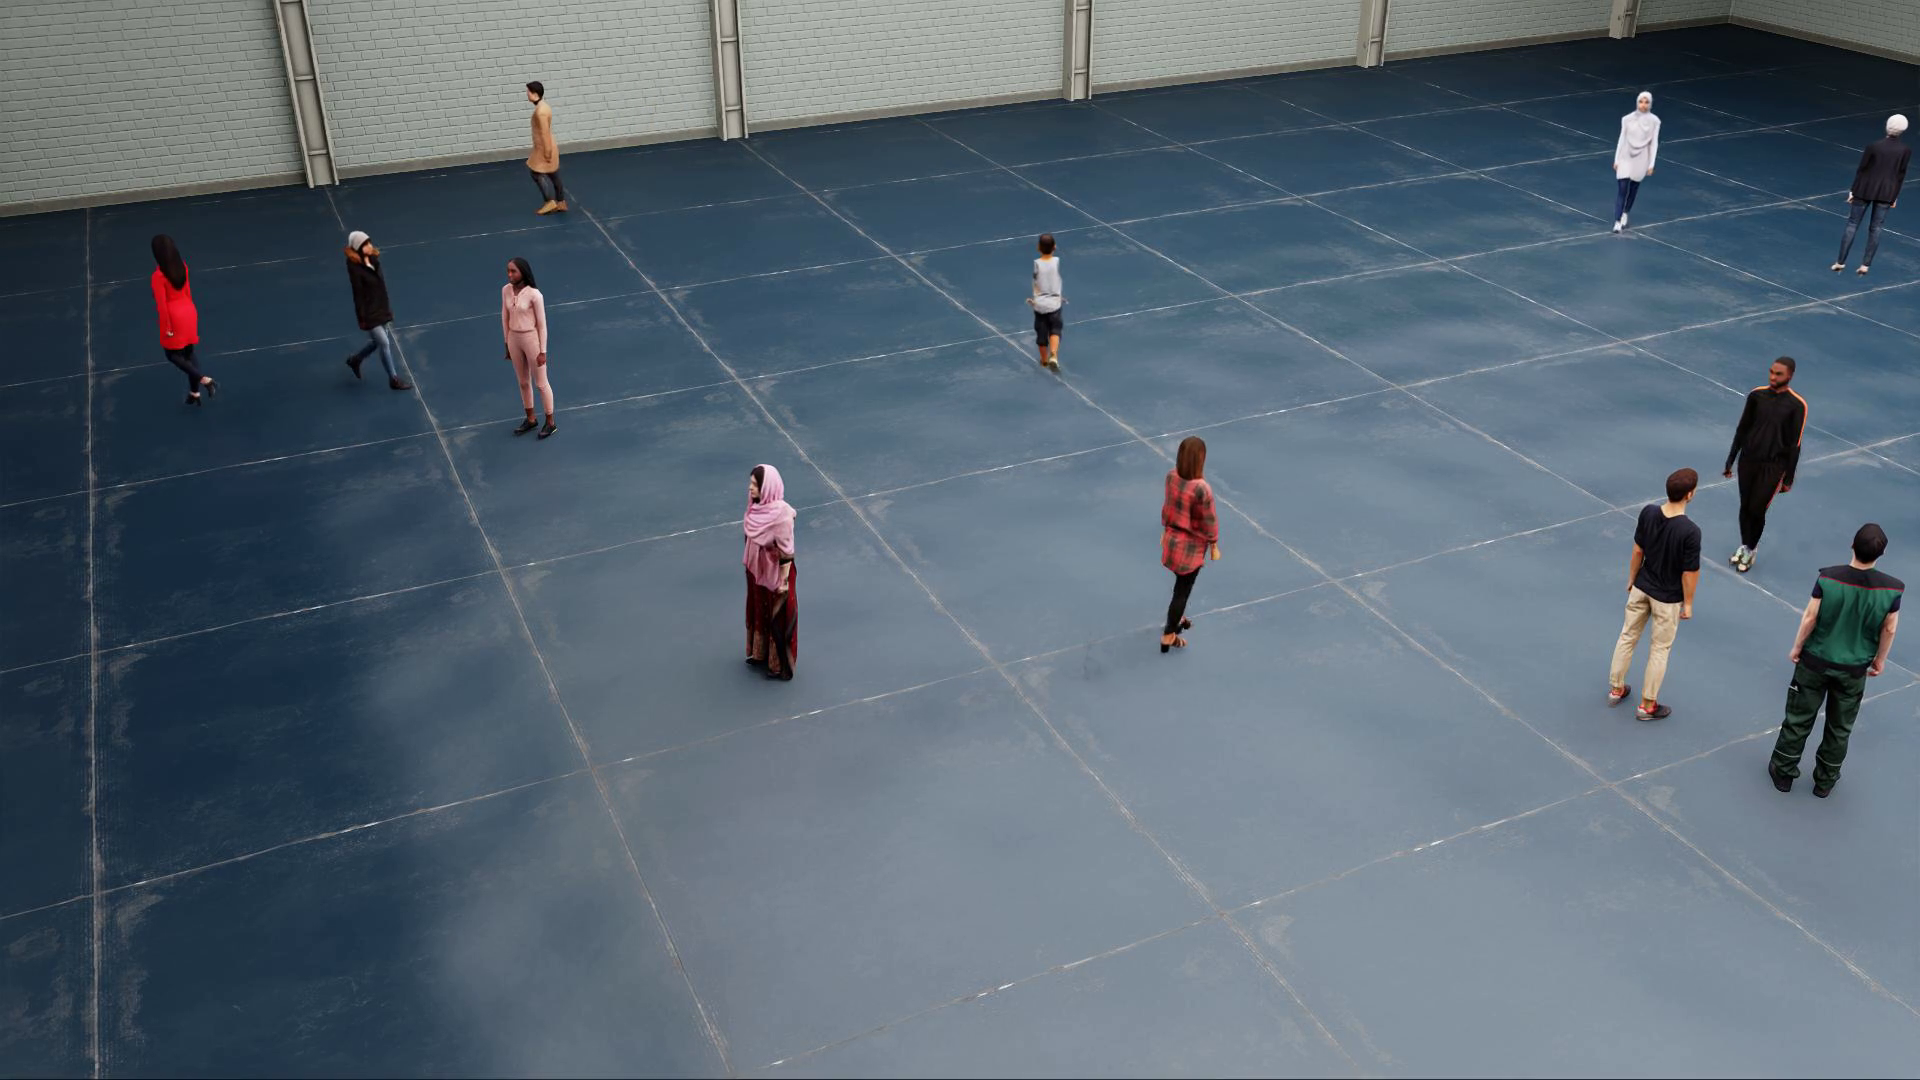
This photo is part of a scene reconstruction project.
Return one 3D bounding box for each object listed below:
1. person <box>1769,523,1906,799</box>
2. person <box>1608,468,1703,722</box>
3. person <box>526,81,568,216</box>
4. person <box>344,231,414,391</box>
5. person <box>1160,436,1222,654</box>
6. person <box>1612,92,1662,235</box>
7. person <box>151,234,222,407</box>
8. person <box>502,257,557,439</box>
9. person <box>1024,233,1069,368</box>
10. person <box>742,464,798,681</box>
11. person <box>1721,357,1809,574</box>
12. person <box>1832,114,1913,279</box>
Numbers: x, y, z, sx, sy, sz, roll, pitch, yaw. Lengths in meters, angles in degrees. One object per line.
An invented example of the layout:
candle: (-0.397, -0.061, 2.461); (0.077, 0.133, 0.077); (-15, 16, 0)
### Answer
person: (5.511, 0.753, 10.473); (0.753, 1.900, 0.815); (9, 29, 17)
person: (4.723, 0.358, 11.257); (0.586, 1.859, 0.669); (-19, 33, -31)
person: (-5.321, -5.113, 21.683); (0.789, 1.716, 0.745); (-2, 28, -4)
person: (-5.859, -2.261, 16.435); (1.073, 1.615, 0.964); (6, 29, 12)
person: (1.562, 0.067, 11.984); (0.662, 1.690, 0.643); (-16, 32, -27)
person: (8.524, -4.766, 21.017); (1.091, 1.730, 1.183); (11, 30, 20)
person: (-7.425, -2.073, 15.952); (0.924, 1.737, 0.864); (10, 29, 17)
person: (-4.014, -1.797, 15.452); (0.698, 1.721, 0.742); (12, 30, 21)
person: (0.904, -2.451, 16.969); (0.701, 1.449, 0.774); (-1, 28, -2)
person: (-1.349, 0.205, 11.781); (0.708, 1.638, 0.730); (-23, 36, -37)
person: (6.403, -0.619, 13.163); (0.771, 1.792, 0.739); (-22, 35, -35)
person: (9.761, -3.707, 17.820); (0.823, 1.782, 0.786); (11, 30, 20)
